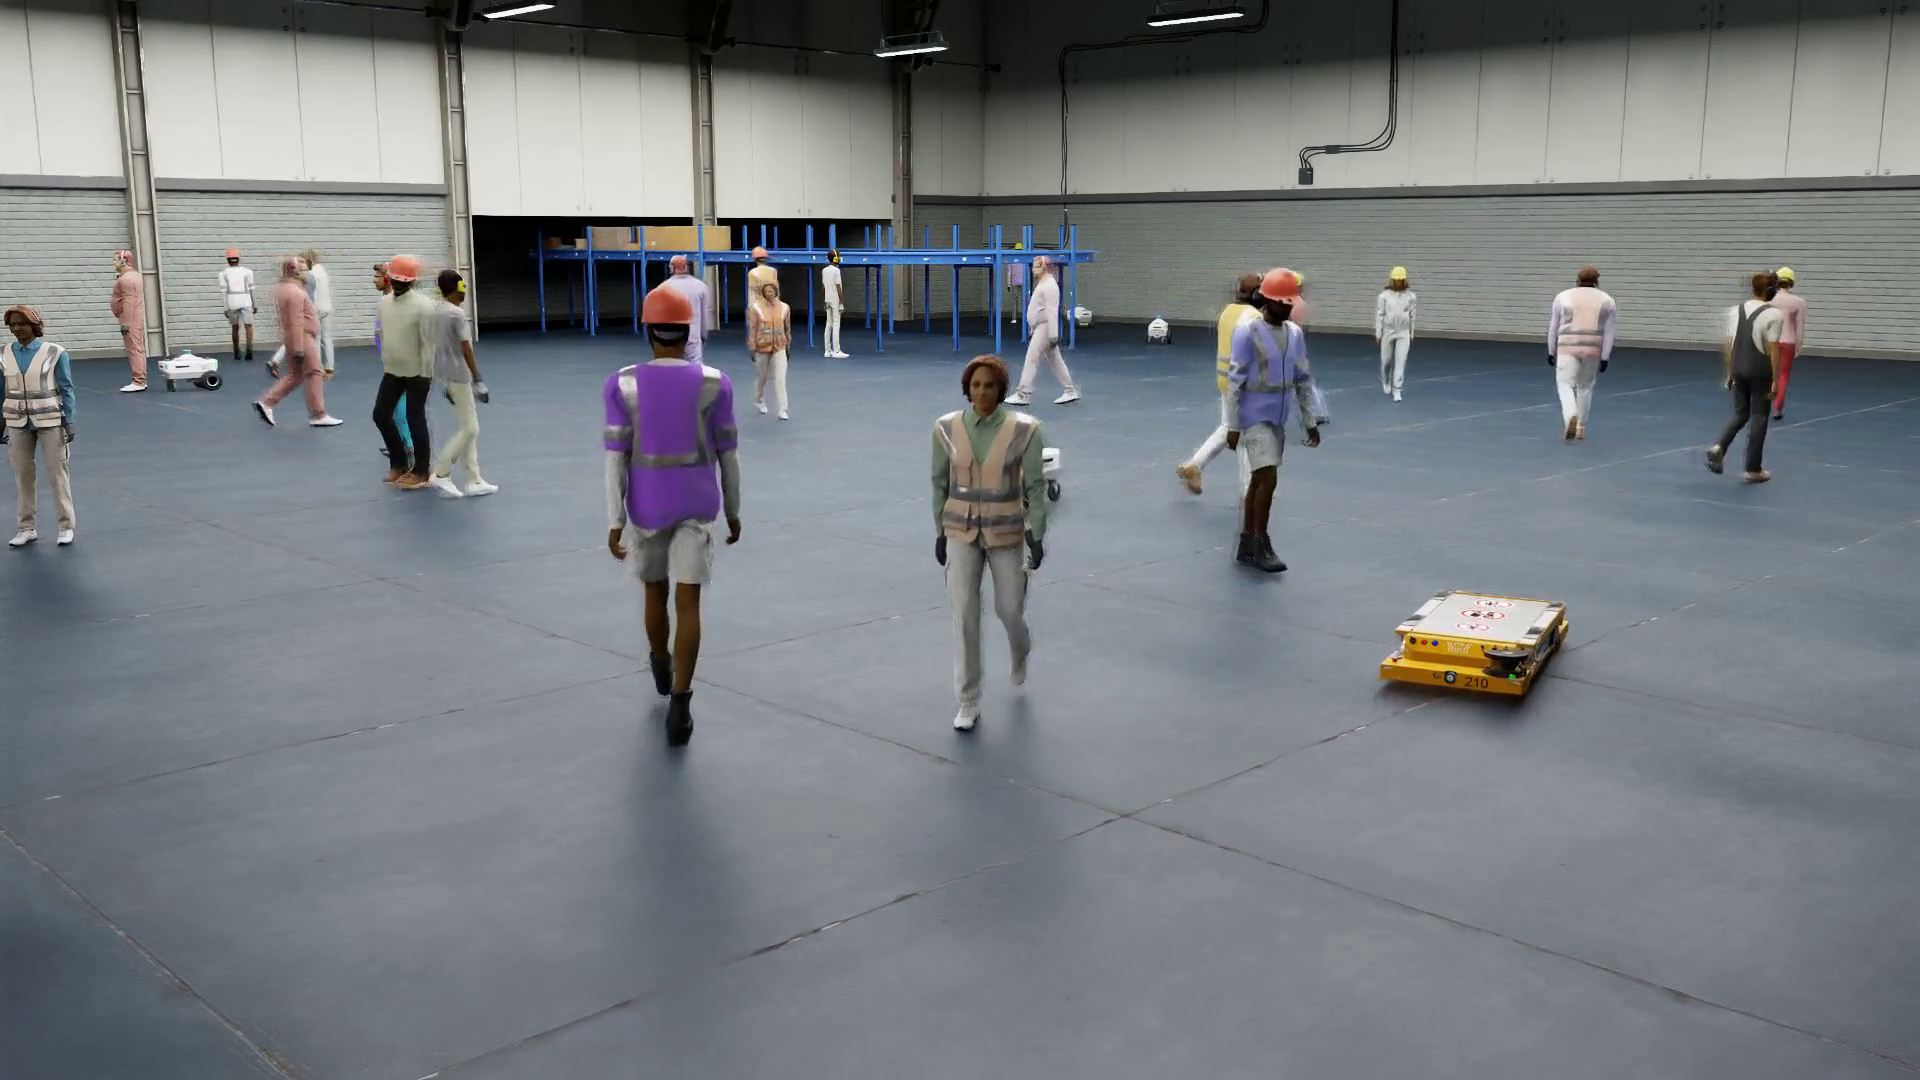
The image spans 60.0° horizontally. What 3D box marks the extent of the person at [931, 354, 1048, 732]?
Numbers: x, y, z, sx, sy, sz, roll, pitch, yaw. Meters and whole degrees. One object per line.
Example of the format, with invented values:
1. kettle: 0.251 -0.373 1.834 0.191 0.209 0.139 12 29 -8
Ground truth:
1. person: 0.140 -0.025 7.346 0.522 1.614 0.704 2 11 12

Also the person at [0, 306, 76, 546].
1. person: -6.320 -0.779 11.369 0.522 1.639 0.309 -2 11 -8

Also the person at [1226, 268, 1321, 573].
1. person: 1.973 -0.748 10.466 0.580 1.898 0.676 -8 13 -37

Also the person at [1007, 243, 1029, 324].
1. person: 1.425 -6.169 39.978 0.587 1.927 0.363 0 10 -1

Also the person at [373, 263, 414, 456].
1. person: -5.458 -1.747 16.083 0.389 1.846 0.565 -4 11 -22

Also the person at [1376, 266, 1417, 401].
1. person: 5.652 -2.693 21.579 0.494 1.718 0.720 2 11 10

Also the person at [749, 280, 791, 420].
1. person: -2.236 -2.245 19.490 0.520 1.608 0.852 -4 11 -19

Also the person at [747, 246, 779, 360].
1. person: -3.277 -3.911 27.670 0.575 1.921 0.447 -7 13 -35

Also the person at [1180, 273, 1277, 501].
1. person: 2.168 -1.208 13.240 0.749 1.816 0.642 -3 11 -16

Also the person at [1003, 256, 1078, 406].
1. person: 1.040 -2.614 20.791 0.989 1.858 0.662 0 10 -2

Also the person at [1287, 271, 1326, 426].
1. person: 3.659 -2.114 18.448 0.924 1.718 0.527 2 11 10

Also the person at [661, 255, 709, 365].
1. person: -3.336 -2.512 20.176 0.650 1.883 0.864 -5 12 -25

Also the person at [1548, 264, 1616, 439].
1. person: 6.425 -1.936 17.210 0.626 1.815 0.789 2 11 10

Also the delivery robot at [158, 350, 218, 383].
1. delivery robot: -10.617 -2.371 22.872 0.707 0.478 0.477 -9 14 -40

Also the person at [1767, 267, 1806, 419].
1. person: 9.418 -2.261 19.150 0.534 1.756 0.486 7 12 32

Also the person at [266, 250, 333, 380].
1. person: -9.708 -3.279 24.322 0.646 1.908 0.875 8 13 39

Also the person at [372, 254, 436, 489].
1. person: -4.647 -1.388 13.826 0.654 1.953 0.554 6 12 29

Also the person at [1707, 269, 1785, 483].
1. person: 6.771 -1.404 14.268 0.539 1.826 0.530 -5 12 -27

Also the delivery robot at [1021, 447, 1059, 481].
1. delivery robot: 0.485 -0.603 13.231 0.477 0.478 0.707 8 13 36

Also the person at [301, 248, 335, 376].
1. person: -9.710 -3.403 24.915 0.565 1.920 0.686 0 10 1

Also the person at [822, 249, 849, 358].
1. person: -2.186 -4.113 28.921 0.329 1.872 0.511 -9 14 -40

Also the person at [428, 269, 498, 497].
1. person: -4.053 -1.269 13.476 0.560 1.840 0.603 -7 12 -33

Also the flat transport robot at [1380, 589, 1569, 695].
1. flat transport robot: 2.611 0.483 8.340 0.652 0.197 1.431 5 12 27

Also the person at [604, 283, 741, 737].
1. person: -1.242 -0.161 7.283 0.569 1.893 0.965 -1 10 -6

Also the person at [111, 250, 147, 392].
1. person: -11.316 -2.979 22.639 0.410 1.909 0.642 -3 11 -17

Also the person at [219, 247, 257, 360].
1. person: -12.239 -4.004 28.222 0.562 1.911 0.876 -4 11 -21

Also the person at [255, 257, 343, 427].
1. person: -7.354 -2.184 18.377 0.812 1.878 0.652 -6 12 -32

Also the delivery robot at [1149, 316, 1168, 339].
1. delivery robot: 3.876 -4.137 32.491 0.477 0.478 0.707 2 10 10

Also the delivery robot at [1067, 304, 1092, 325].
1. delivery robot: 2.725 -5.139 37.963 0.477 0.478 0.707 -4 11 -21
